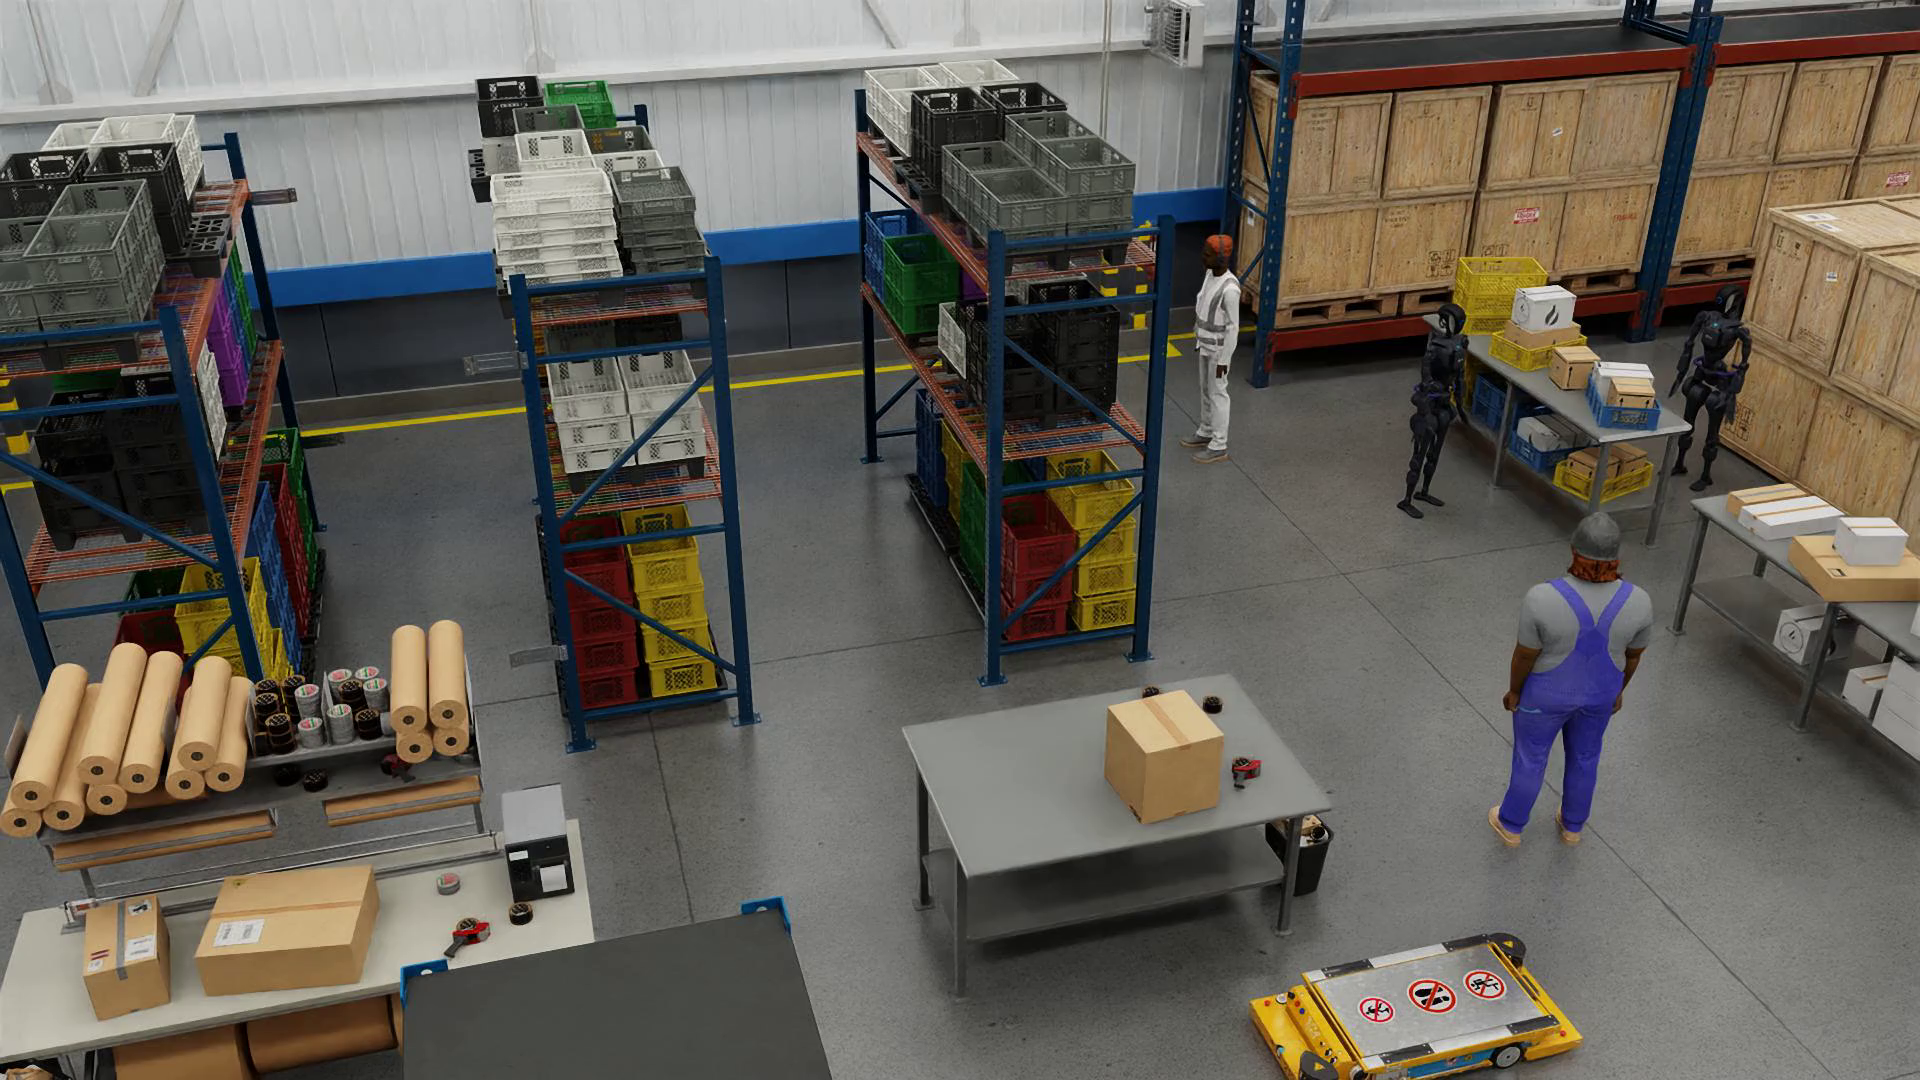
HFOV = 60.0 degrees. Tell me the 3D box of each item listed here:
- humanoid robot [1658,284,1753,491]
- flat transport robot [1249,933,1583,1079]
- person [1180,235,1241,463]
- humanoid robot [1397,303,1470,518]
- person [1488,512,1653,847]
[{"bbox_3d":[5.780,-1.187,12.844,0.331,1.657,0.599,-15,32,-25],"label":"humanoid robot"},{"bbox_3d":[2.184,2.282,7.980,1.431,0.197,0.652,-8,30,-14],"label":"flat transport robot"},{"bbox_3d":[2.026,-1.529,13.265,0.337,1.882,0.583,-5,29,-9],"label":"person"},{"bbox_3d":[3.585,-0.979,12.465,0.586,1.657,0.330,-24,37,-36],"label":"humanoid robot"},{"bbox_3d":[3.249,0.754,8.952,0.681,2.000,0.537,0,29,0],"label":"person"}]
